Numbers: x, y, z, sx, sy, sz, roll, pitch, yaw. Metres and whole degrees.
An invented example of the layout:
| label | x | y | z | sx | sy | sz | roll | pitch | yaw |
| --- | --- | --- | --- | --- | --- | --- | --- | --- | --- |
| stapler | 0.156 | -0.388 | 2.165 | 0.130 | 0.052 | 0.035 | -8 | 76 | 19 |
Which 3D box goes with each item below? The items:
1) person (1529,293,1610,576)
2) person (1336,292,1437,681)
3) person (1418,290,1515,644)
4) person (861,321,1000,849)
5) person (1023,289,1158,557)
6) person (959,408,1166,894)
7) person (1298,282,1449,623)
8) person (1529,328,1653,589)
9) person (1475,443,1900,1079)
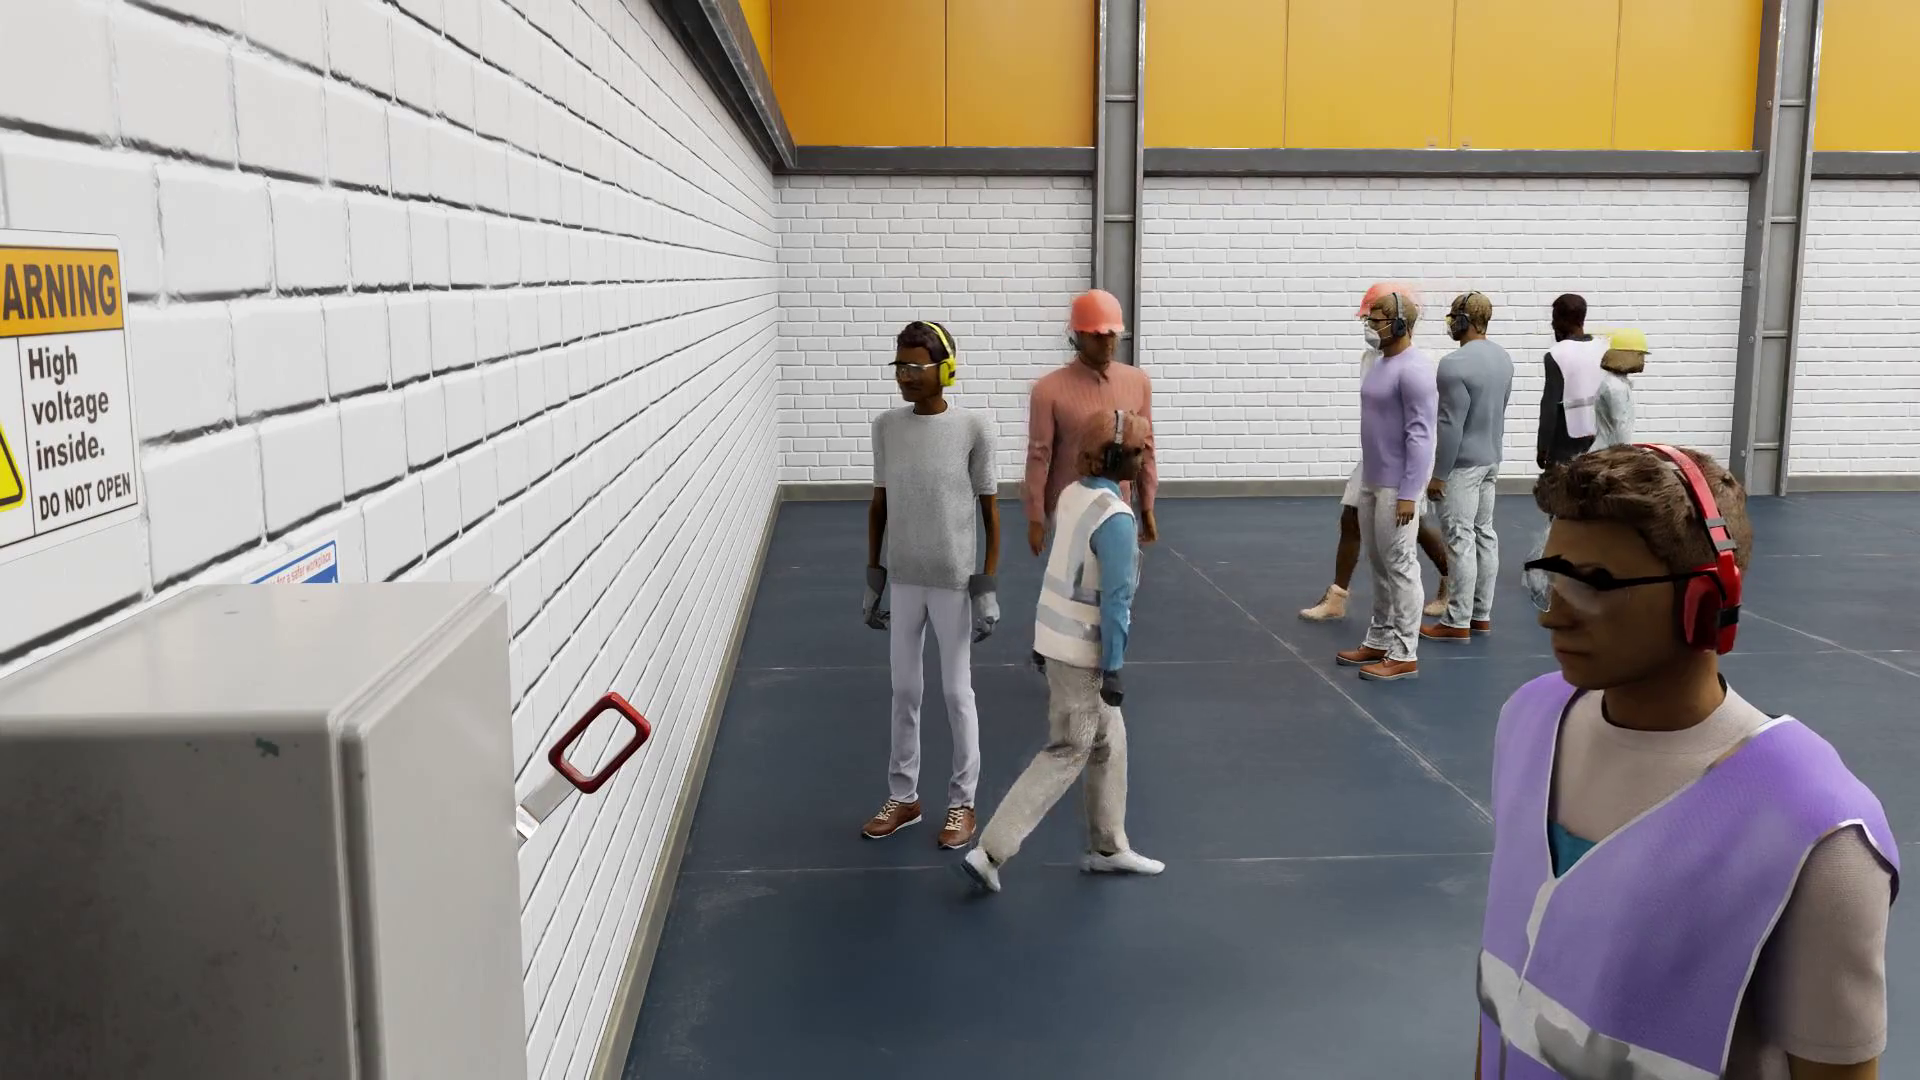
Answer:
| label | x | y | z | sx | sy | sz | roll | pitch | yaw |
| --- | --- | --- | --- | --- | --- | --- | --- | --- | --- |
| person | 4.072 | -0.672 | 11.008 | 0.606 | 1.905 | 0.388 | -5 | 10 | -30 |
| person | 2.158 | -0.268 | 8.361 | 0.362 | 1.939 | 0.635 | -1 | 9 | -6 |
| person | 2.785 | -0.397 | 9.172 | 0.372 | 1.940 | 0.632 | 9 | 13 | 44 |
| person | -0.107 | 0.162 | 5.896 | 0.532 | 1.864 | 0.312 | 4 | 10 | 24 |
| person | 0.555 | -0.164 | 7.622 | 0.634 | 1.966 | 0.735 | -4 | 10 | -25 |
| person | 0.323 | 0.366 | 5.421 | 0.700 | 1.605 | 0.522 | -1 | 9 | -8 |
| person | 2.554 | -0.501 | 9.695 | 1.070 | 1.995 | 0.627 | -3 | 10 | -19 |
| person | 4.097 | -0.481 | 10.487 | 0.963 | 1.692 | 0.509 | 5 | 10 | 27 |
| person | 0.790 | 0.803 | 1.940 | 0.374 | 1.839 | 0.575 | -3 | 9 | -16 |
